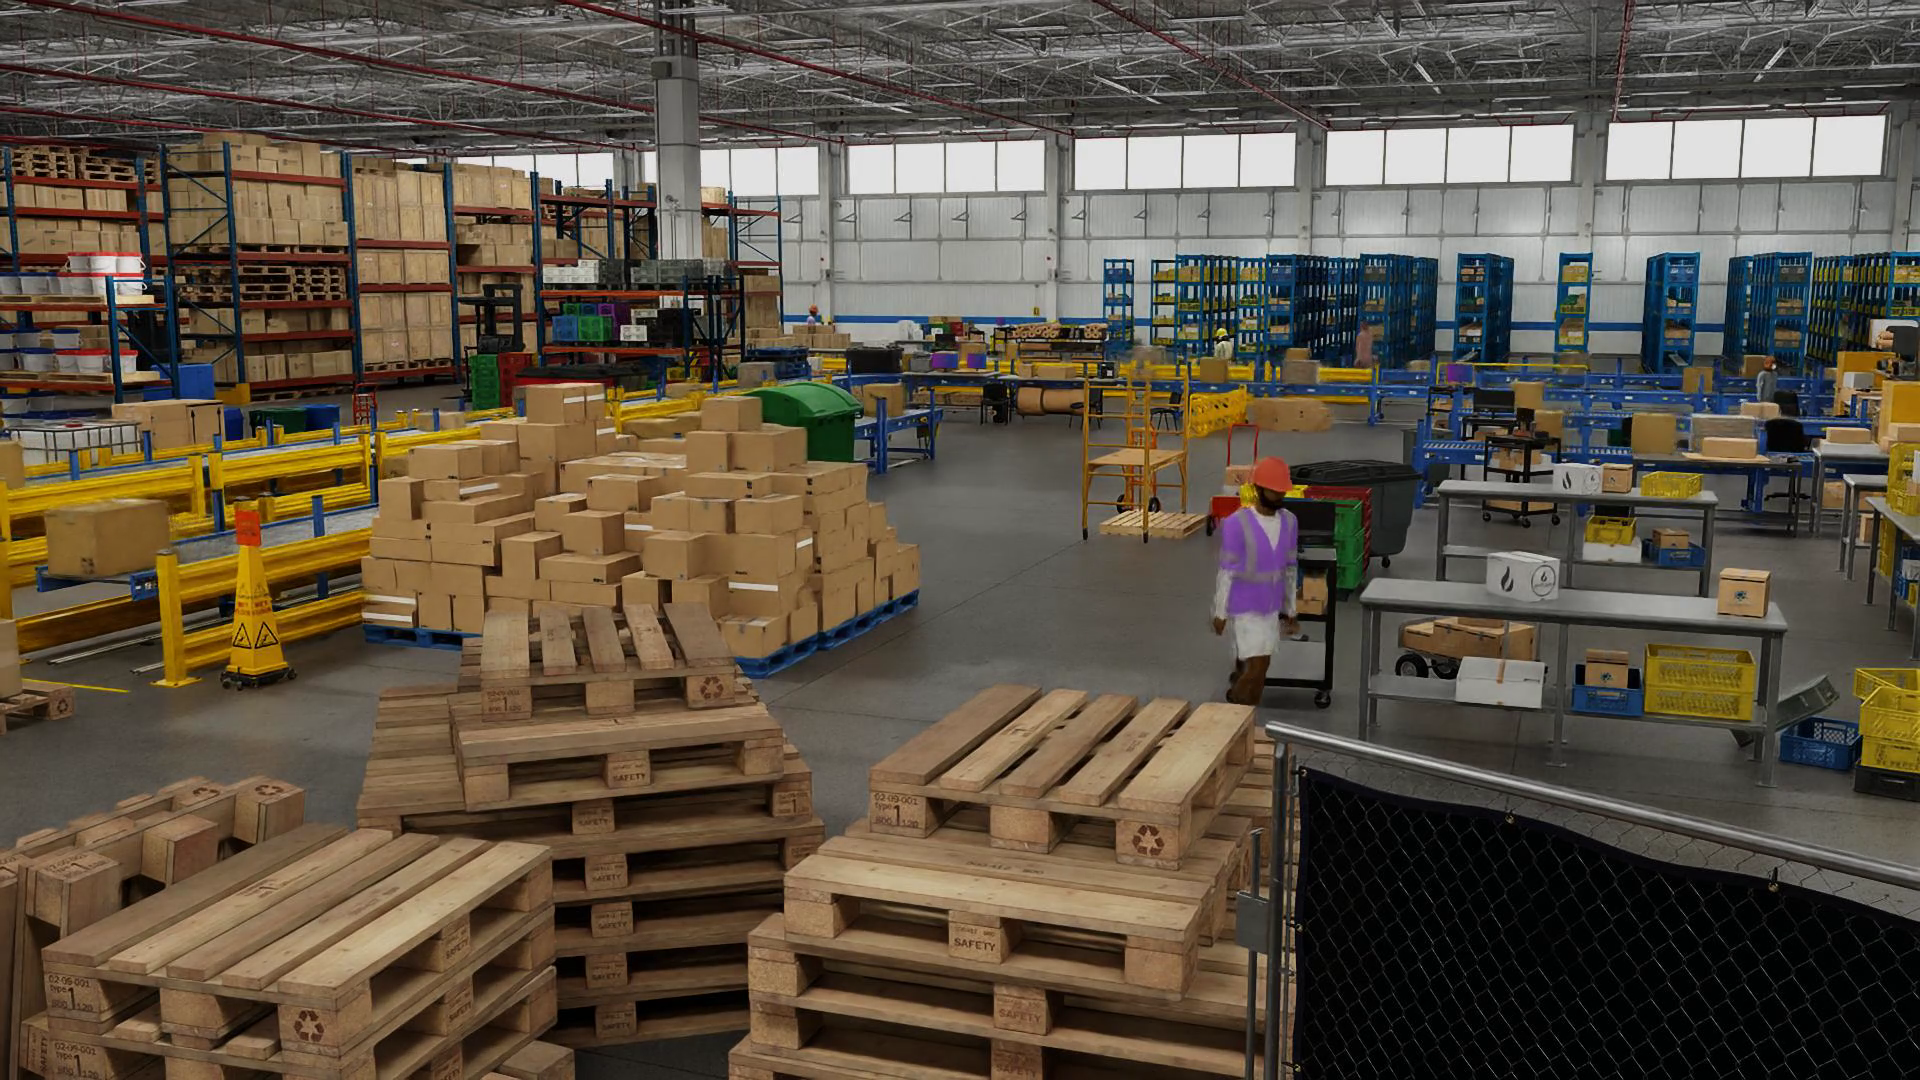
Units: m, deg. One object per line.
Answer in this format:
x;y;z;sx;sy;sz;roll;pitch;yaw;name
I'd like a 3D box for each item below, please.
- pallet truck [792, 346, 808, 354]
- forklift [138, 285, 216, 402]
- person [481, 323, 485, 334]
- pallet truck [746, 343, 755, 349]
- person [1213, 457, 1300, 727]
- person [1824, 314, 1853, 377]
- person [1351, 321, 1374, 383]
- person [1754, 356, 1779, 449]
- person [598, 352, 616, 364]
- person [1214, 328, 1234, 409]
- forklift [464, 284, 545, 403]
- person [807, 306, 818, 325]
-3.705;-4.298;42.022;0.653;1.274;1.630;3;10;20;pallet truck
-17.480;-4.200;36.461;1.873;2.768;1.129;3;10;19;forklift
-12.983;-5.069;45.559;0.543;1.721;0.909;2;9;14;person
-6.183;-4.618;44.264;1.601;1.201;0.680;-9;12;-43;pallet truck
1.886;0.420;10.465;0.550;1.914;0.477;-6;11;-32;person
24.954;-5.412;46.995;0.987;1.948;0.641;4;10;22;person
10.479;-4.737;43.093;0.679;1.857;1.006;-8;12;-41;person
14.130;-2.409;29.117;0.509;1.632;0.267;-6;11;-31;person
-7.887;-3.889;37.680;0.943;1.863;0.662;-5;10;-26;person
5.973;-3.902;37.895;0.403;1.826;0.591;9;13;44;person
-10.832;-4.702;39.610;1.129;2.768;1.873;3;10;20;forklift
-4.861;-6.712;54.908;0.412;2.034;0.615;-1;9;-9;person
